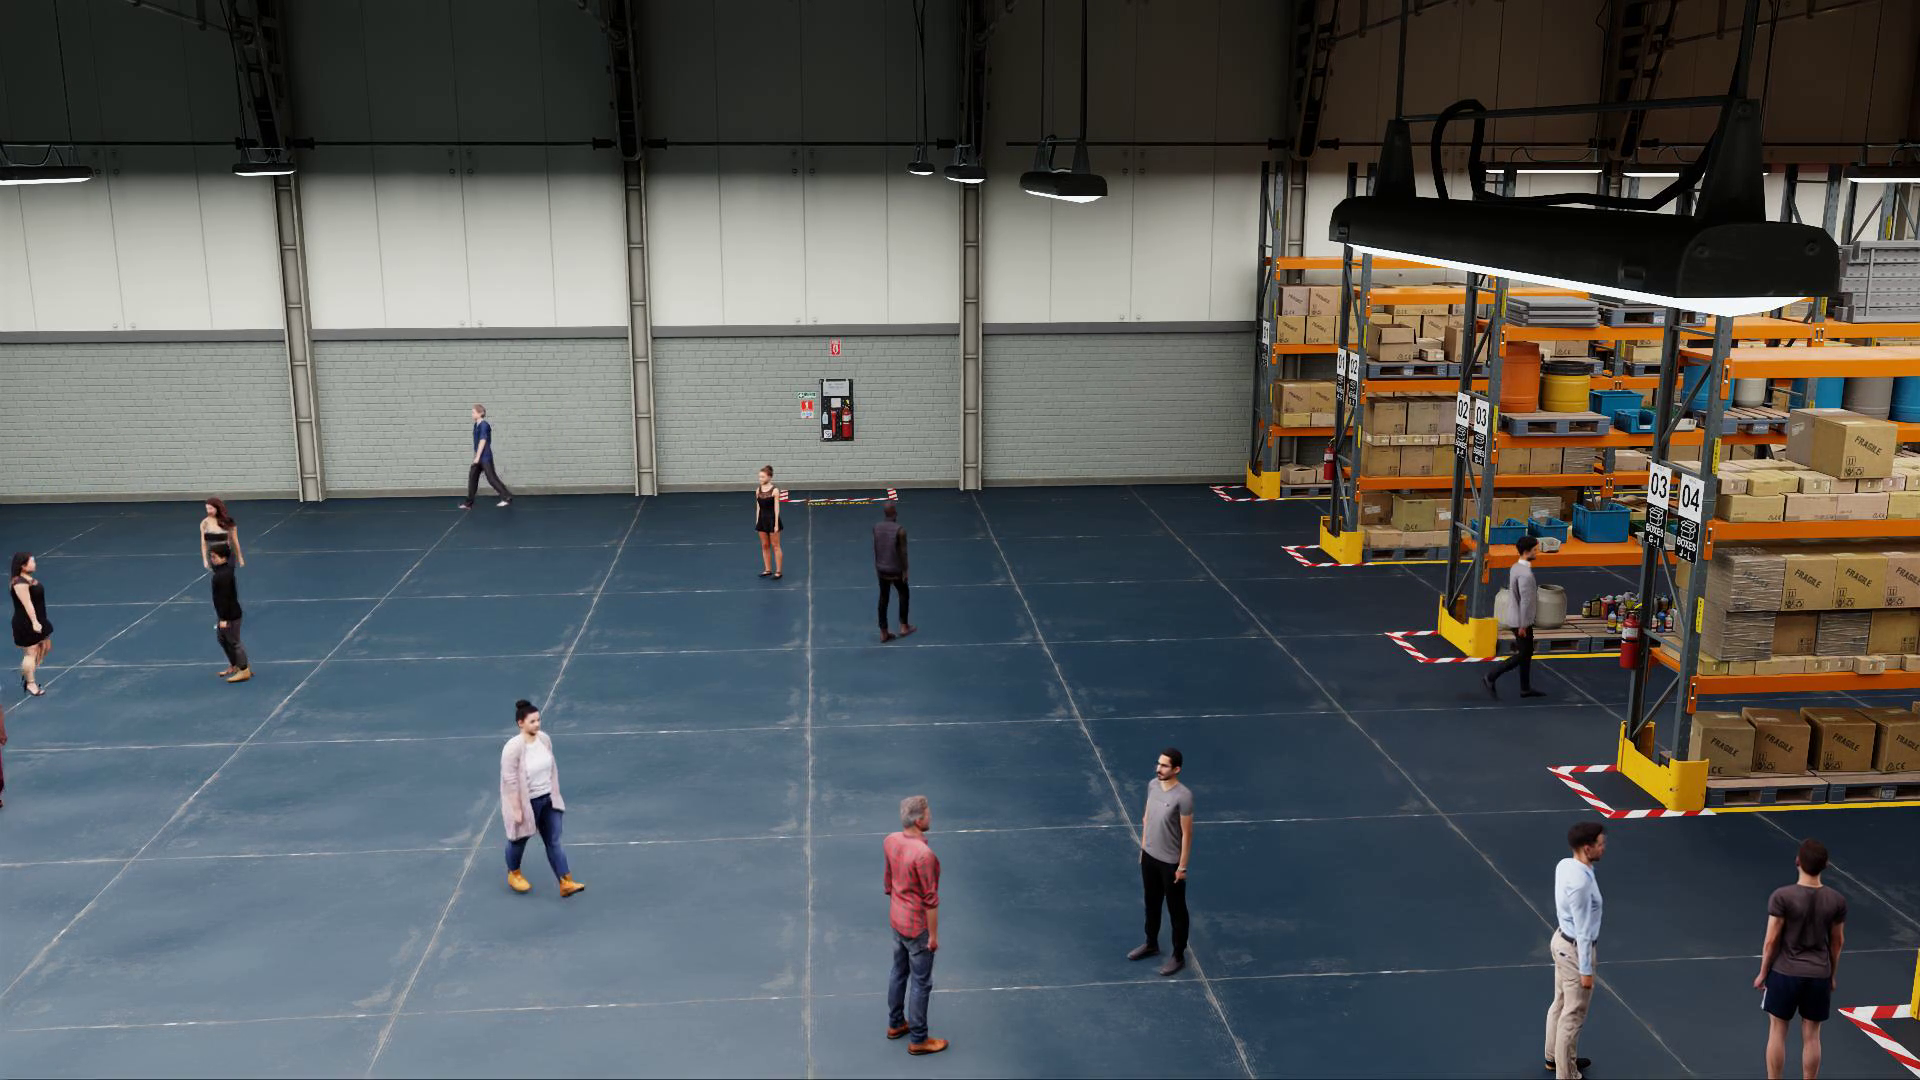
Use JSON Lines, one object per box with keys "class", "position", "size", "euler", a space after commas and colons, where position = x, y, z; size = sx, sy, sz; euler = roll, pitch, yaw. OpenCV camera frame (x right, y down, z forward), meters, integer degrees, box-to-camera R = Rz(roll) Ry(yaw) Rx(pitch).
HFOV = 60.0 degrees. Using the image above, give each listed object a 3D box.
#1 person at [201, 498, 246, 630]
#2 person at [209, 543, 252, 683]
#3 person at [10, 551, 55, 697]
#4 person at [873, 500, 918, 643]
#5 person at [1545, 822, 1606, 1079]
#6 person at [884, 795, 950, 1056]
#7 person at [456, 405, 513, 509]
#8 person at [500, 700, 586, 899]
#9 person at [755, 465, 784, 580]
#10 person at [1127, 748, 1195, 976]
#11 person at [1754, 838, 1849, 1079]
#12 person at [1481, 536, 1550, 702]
{"class": "person", "position": [-9.733, 0.277, 22.035], "size": [1.140, 1.725, 0.730], "euler": [-1, 13, -6]}
{"class": "person", "position": [-8.616, 0.849, 19.628], "size": [0.738, 1.698, 0.765], "euler": [-4, 14, -15]}
{"class": "person", "position": [-10.750, 0.978, 19.049], "size": [0.729, 1.706, 0.731], "euler": [-5, 14, -22]}
{"class": "person", "position": [-0.935, 0.414, 21.235], "size": [0.968, 1.820, 1.020], "euler": [8, 15, 32]}
{"class": "person", "position": [4.107, 2.749, 11.096], "size": [0.658, 1.845, 0.682], "euler": [1, 13, 5]}
{"class": "person", "position": [-0.328, 2.647, 11.572], "size": [0.742, 1.830, 0.765], "euler": [-9, 16, -34]}
{"class": "person", "position": [-8.272, -1.426, 29.175], "size": [1.277, 1.822, 1.076], "euler": [-10, 16, -36]}
{"class": "person", "position": [-3.650, 2.171, 13.910], "size": [1.180, 1.701, 1.106], "euler": [10, 16, 37]}
{"class": "person", "position": [-2.804, -0.266, 24.486], "size": [0.669, 1.679, 0.748], "euler": [8, 15, 31]}
{"class": "person", "position": [1.578, 2.417, 12.728], "size": [0.732, 1.755, 0.703], "euler": [-11, 17, -39]}
{"class": "person", "position": [5.436, 2.820, 10.769], "size": [0.545, 1.853, 0.744], "euler": [1, 13, 5]}
{"class": "person", "position": [6.323, 0.903, 18.933], "size": [1.116, 1.905, 0.919], "euler": [2, 13, 10]}
